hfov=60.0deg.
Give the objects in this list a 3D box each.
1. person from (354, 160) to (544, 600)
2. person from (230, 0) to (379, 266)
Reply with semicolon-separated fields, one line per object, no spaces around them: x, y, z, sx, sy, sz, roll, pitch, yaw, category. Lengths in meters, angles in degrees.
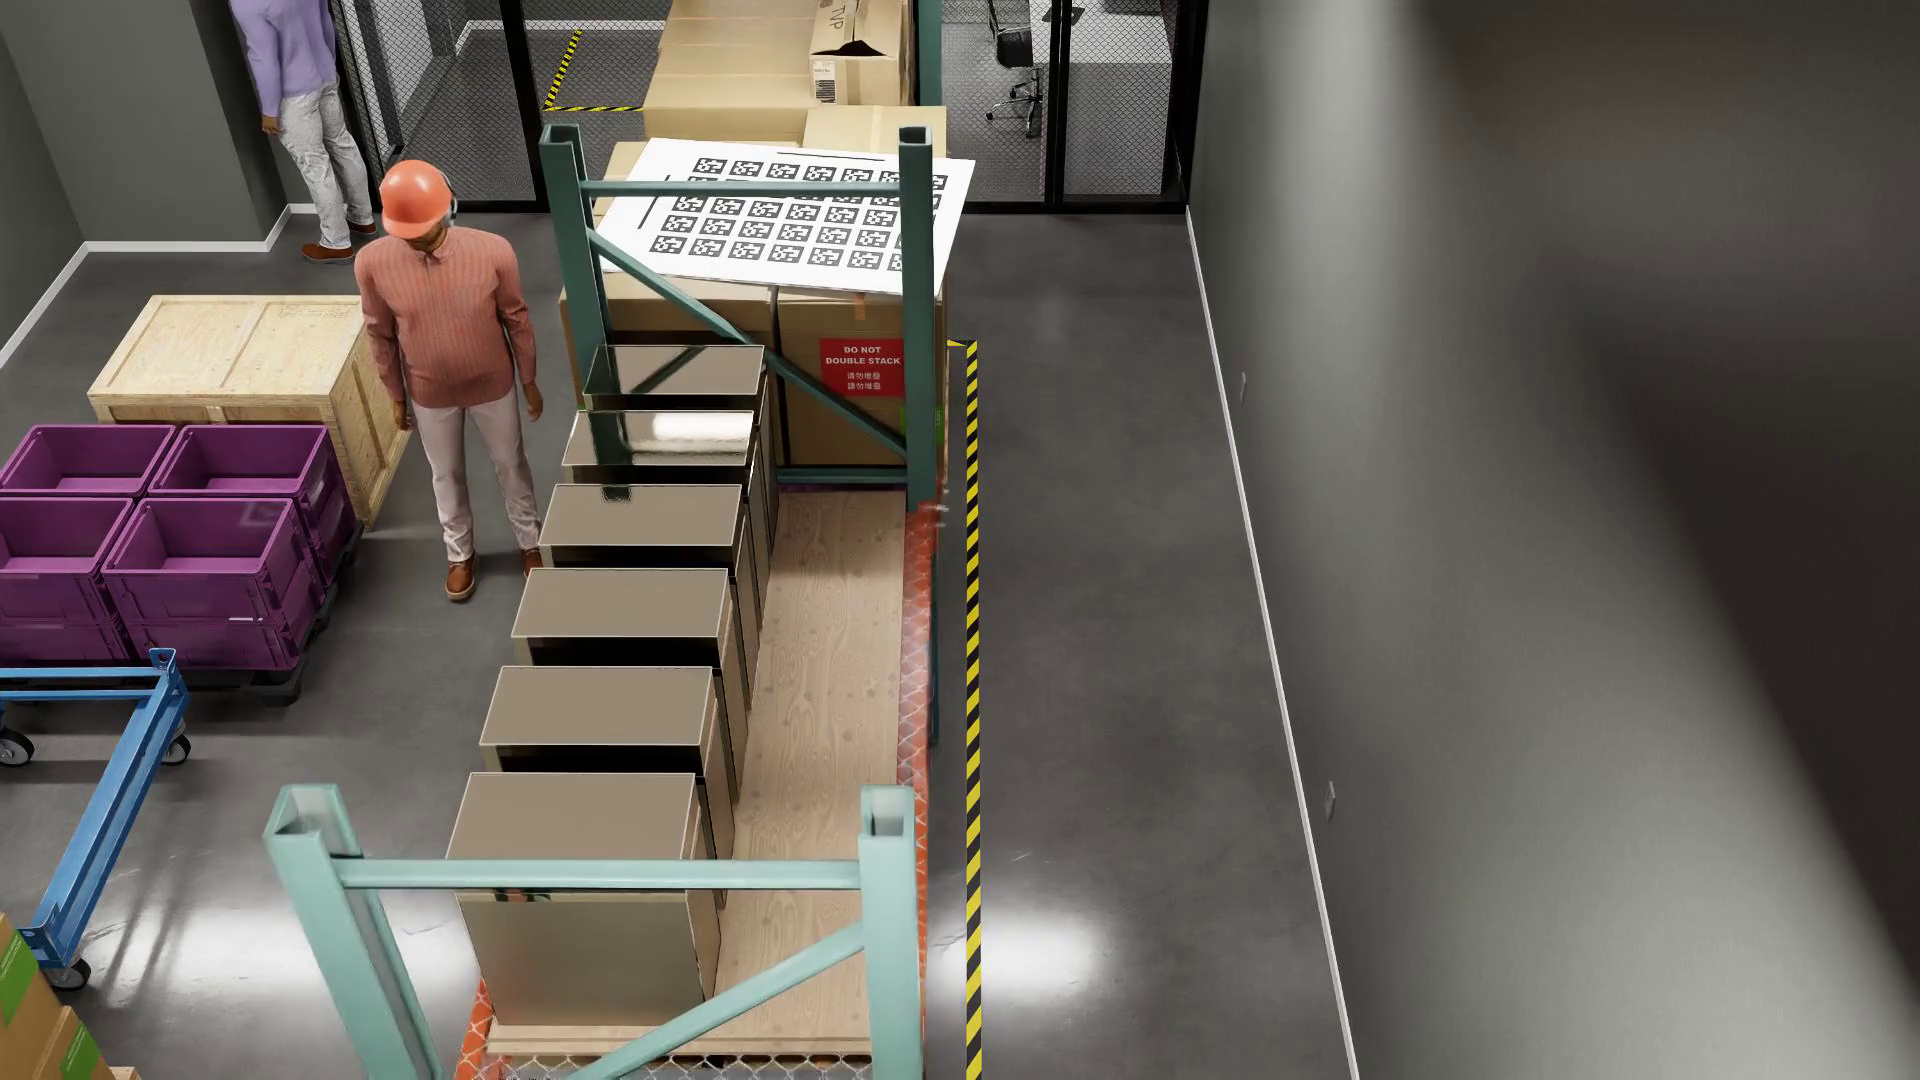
-1.957;-0.606;6.544;0.613;1.985;0.402;-8;42;-9;person
-3.401;-2.343;8.564;0.367;1.939;0.635;11;42;12;person
